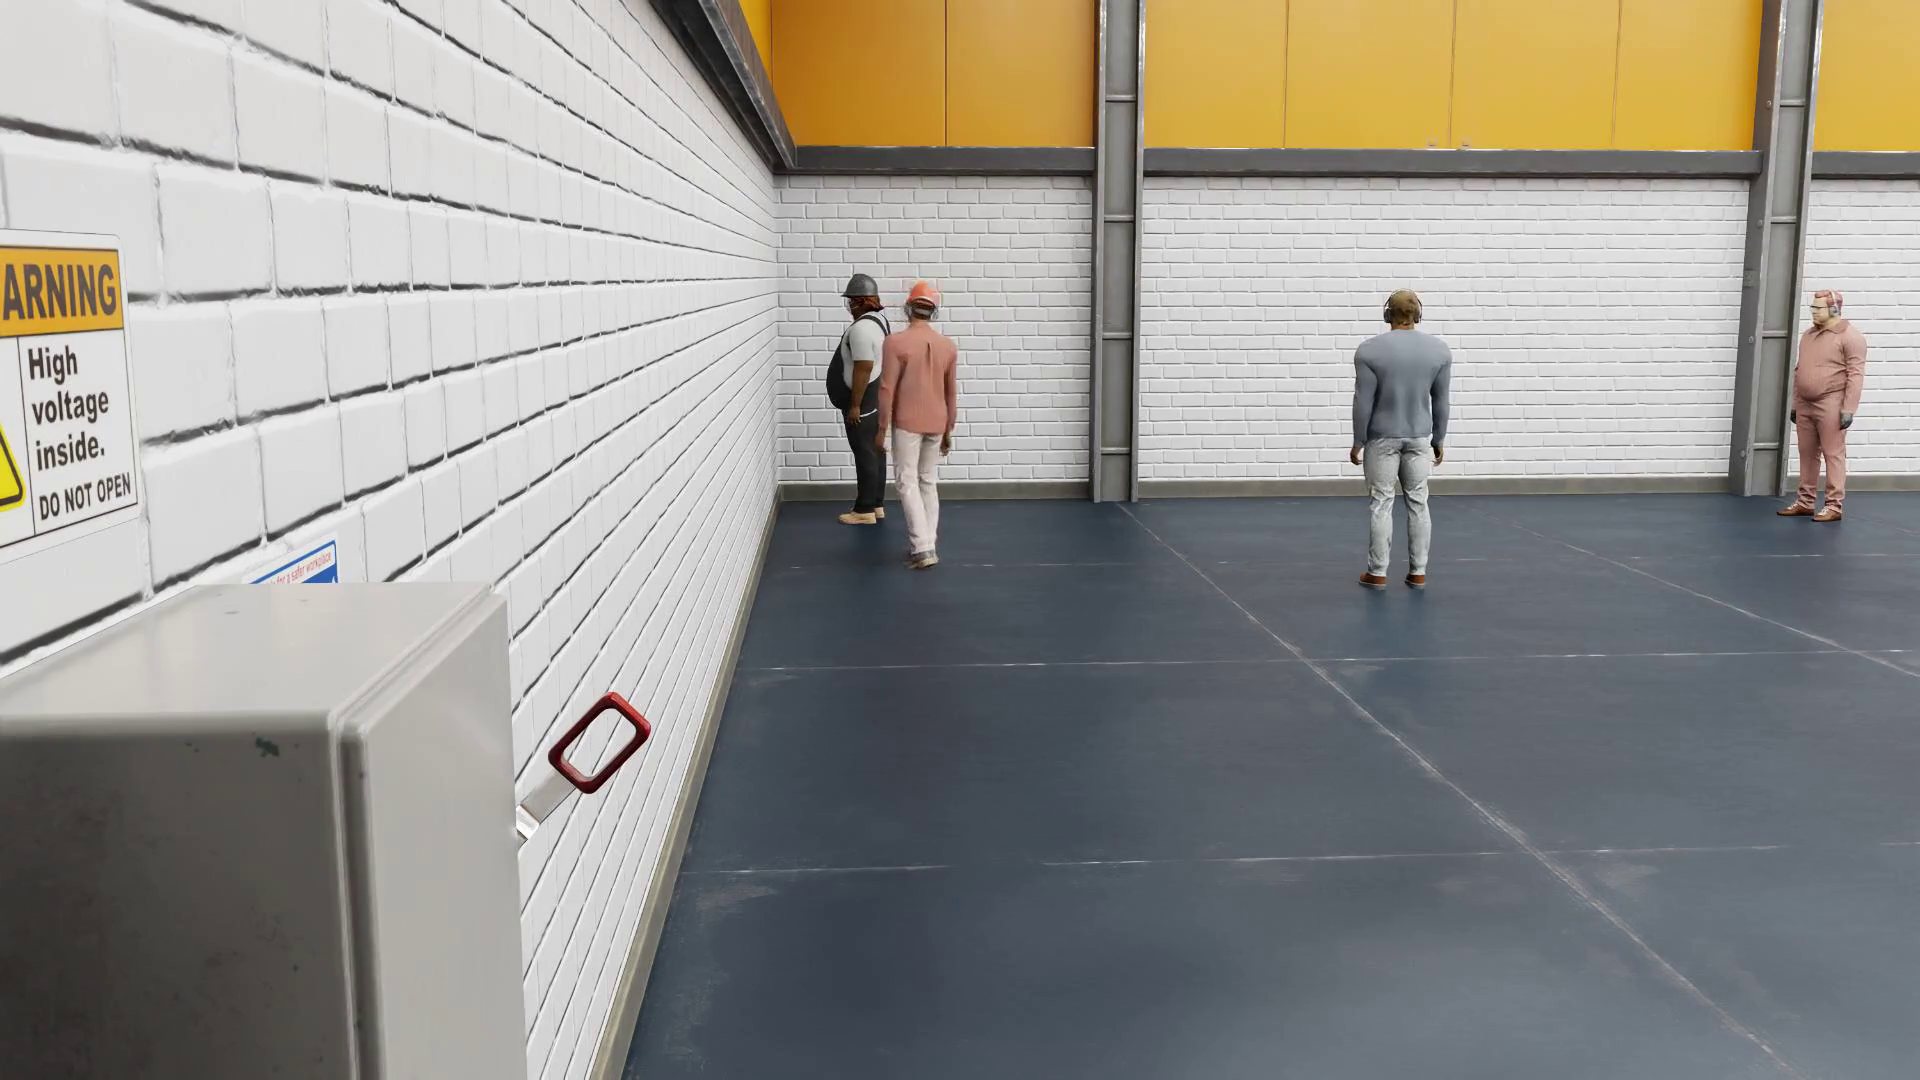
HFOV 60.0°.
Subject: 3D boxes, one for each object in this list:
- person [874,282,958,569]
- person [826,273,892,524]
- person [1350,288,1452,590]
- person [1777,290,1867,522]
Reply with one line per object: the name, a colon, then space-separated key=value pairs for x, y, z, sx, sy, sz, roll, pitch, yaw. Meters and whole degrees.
person: x=-0.279 y=-0.769 z=11.520 sx=0.633 sy=1.984 sz=0.507 roll=-7 pitch=11 yaw=-38
person: x=-0.827 y=-1.156 z=13.620 sx=0.537 sy=2.000 sz=0.682 roll=2 pitch=9 yaw=11
person: x=2.820 y=-0.639 z=10.694 sx=0.638 sy=1.937 sz=0.357 roll=-1 pitch=9 yaw=-3
person: x=7.097 y=-1.104 z=13.716 sx=0.401 sy=1.904 sz=0.650 roll=-3 pitch=9 yaw=-16
